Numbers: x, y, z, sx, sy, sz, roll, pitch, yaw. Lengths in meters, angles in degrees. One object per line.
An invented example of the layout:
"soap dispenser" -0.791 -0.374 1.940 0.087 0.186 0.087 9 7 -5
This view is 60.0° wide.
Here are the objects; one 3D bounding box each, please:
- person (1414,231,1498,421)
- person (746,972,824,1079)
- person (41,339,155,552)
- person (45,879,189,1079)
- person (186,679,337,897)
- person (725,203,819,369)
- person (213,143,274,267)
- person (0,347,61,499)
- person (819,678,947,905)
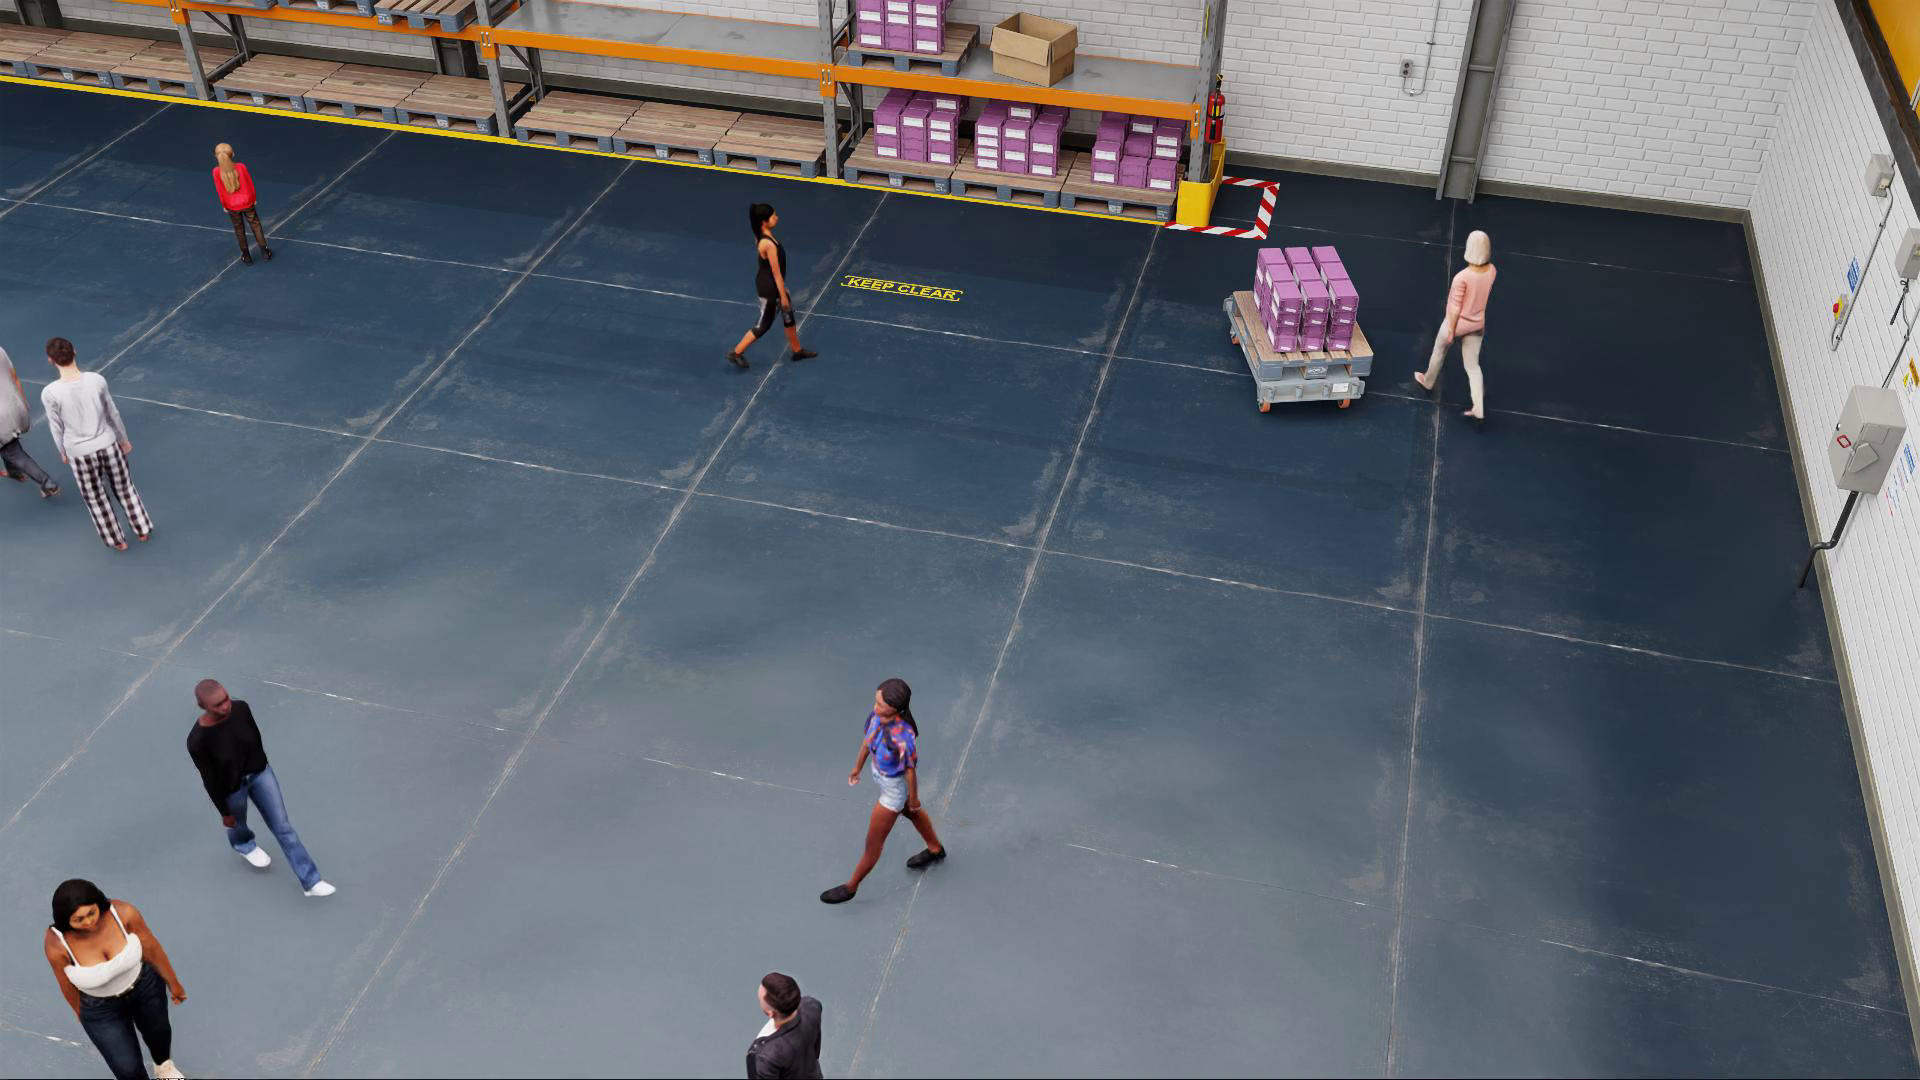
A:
"person" 4.418 -1.818 14.359 1.142 1.683 1.139 -16 41 -19
"person" -0.845 2.823 8.430 0.617 1.830 0.685 17 42 21
"person" -6.684 -0.700 12.838 0.751 1.833 0.775 -30 47 -32
"person" -4.565 2.399 8.989 0.837 1.794 0.897 -31 48 -32
"person" -4.465 1.484 10.213 1.230 1.698 0.876 23 44 26
"person" -1.770 -2.239 14.930 1.164 1.628 0.933 -9 39 -11
"person" -7.199 -3.368 16.622 0.582 1.281 0.647 -17 42 -20
"person" -7.723 -1.023 13.441 1.007 1.585 0.669 12 40 15
"person" -0.325 1.480 10.219 1.181 1.696 1.045 -15 41 -18
